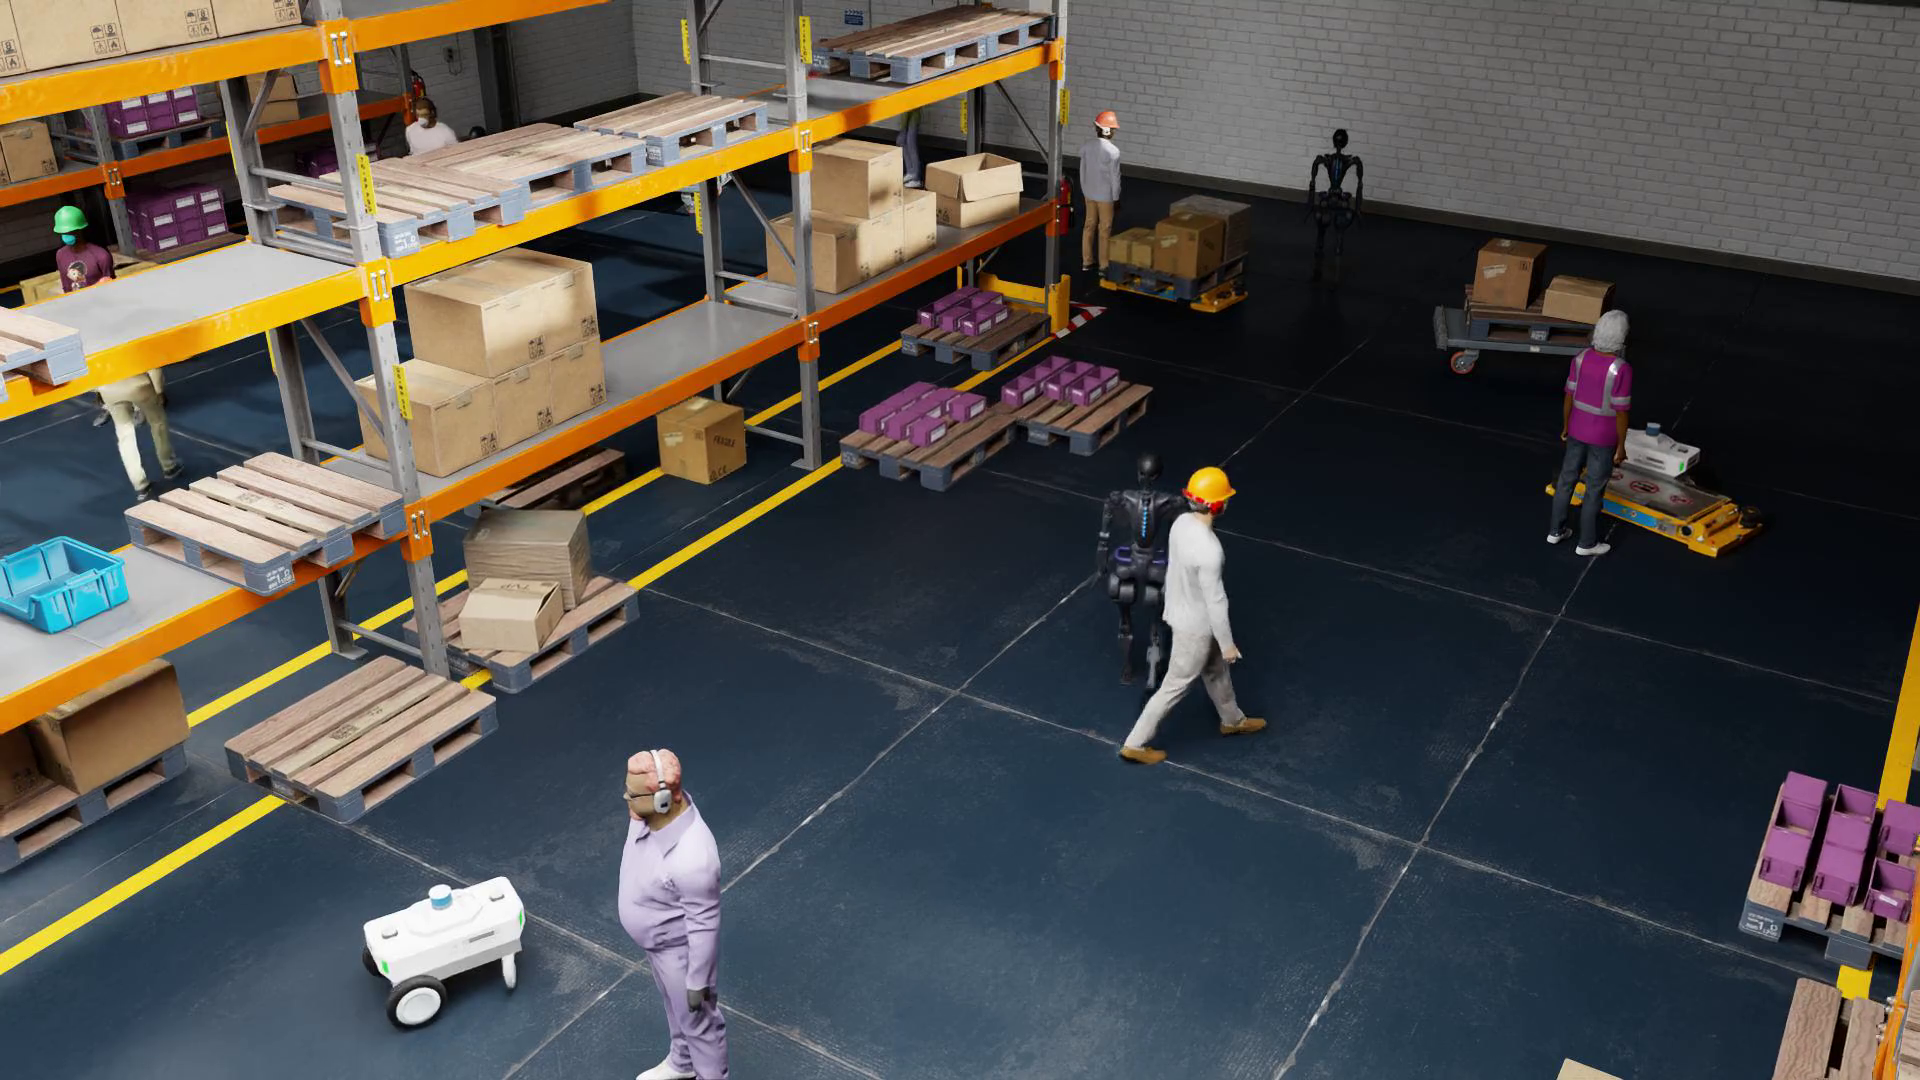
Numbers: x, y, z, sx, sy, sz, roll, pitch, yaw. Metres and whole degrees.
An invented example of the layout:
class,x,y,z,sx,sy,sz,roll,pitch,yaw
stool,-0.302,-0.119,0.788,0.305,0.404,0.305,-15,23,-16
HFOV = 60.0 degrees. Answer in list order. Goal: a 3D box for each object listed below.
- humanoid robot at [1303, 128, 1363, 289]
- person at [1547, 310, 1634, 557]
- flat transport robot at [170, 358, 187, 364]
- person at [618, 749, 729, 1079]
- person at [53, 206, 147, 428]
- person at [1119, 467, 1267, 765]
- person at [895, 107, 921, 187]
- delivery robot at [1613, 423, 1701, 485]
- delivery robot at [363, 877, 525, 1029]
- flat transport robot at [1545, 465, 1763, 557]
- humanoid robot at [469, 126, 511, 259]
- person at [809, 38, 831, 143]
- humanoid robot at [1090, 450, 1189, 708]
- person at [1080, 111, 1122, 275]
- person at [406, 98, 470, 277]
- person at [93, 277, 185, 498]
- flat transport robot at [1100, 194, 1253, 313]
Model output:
class,x,y,z,sx,sy,sz,roll,pitch,yaw
humanoid robot,3.959,-3.521,17.600,0.611,1.660,0.470,6,27,11
person,4.567,-0.769,11.968,0.330,1.846,0.523,-18,32,-31
flat transport robot,-8.075,-1.700,15.548,1.431,0.231,0.659,-19,33,-33
person,-1.223,1.701,7.039,0.404,1.910,0.641,-13,30,-24
person,-7.294,-1.883,14.069,0.487,1.942,0.436,3,27,5
person,1.379,0.439,9.599,0.977,1.834,0.584,-4,27,-8
person,-0.687,-5.280,21.103,0.422,1.623,0.501,1,27,2
delivery robot,5.402,-0.637,13.153,0.788,0.610,0.499,24,35,39
delivery robot,-2.499,1.941,8.047,0.756,0.584,0.499,-16,31,-28
flat transport robot,5.308,-0.281,12.751,0.659,0.231,1.431,-20,33,-34
humanoid robot,-5.054,-3.588,17.709,0.602,1.656,0.408,0,27,1
person,-1.664,-5.512,21.352,0.839,1.793,0.614,18,32,31
humanoid robot,1.091,0.243,10.186,0.596,1.640,0.643,3,27,6
person,1.535,-3.742,17.937,0.335,1.744,0.560,-21,33,-35
person,-5.644,-3.753,17.787,0.648,1.893,0.987,7,28,13
person,-6.472,-1.235,13.006,0.588,1.727,0.708,-4,27,-8
flat transport robot,2.248,-2.682,17.483,1.431,0.231,0.659,20,33,34
